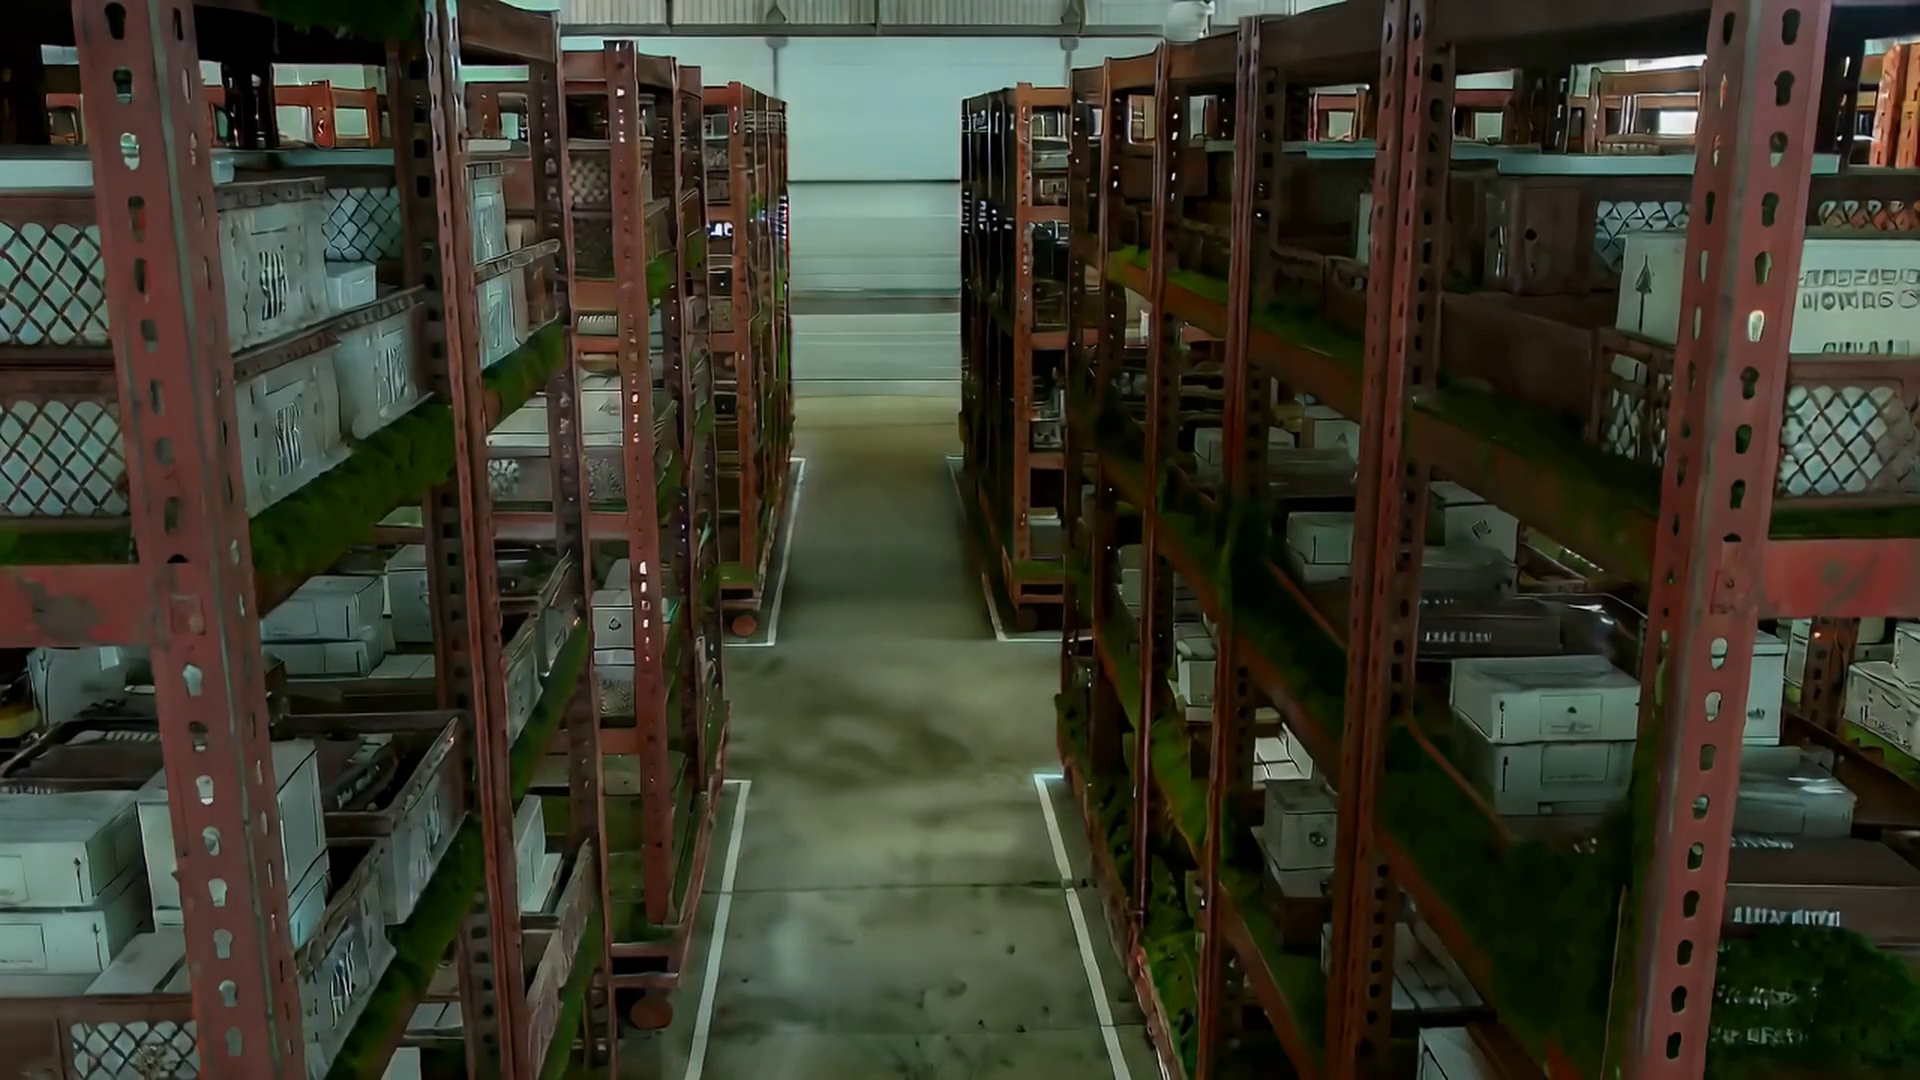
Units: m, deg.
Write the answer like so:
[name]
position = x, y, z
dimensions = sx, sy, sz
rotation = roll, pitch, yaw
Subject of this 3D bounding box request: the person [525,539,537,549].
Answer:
[person]
position = -2.638, -0.207, 10.474
dimensions = 0.378, 1.995, 0.609
rotation = -1, 14, -4
